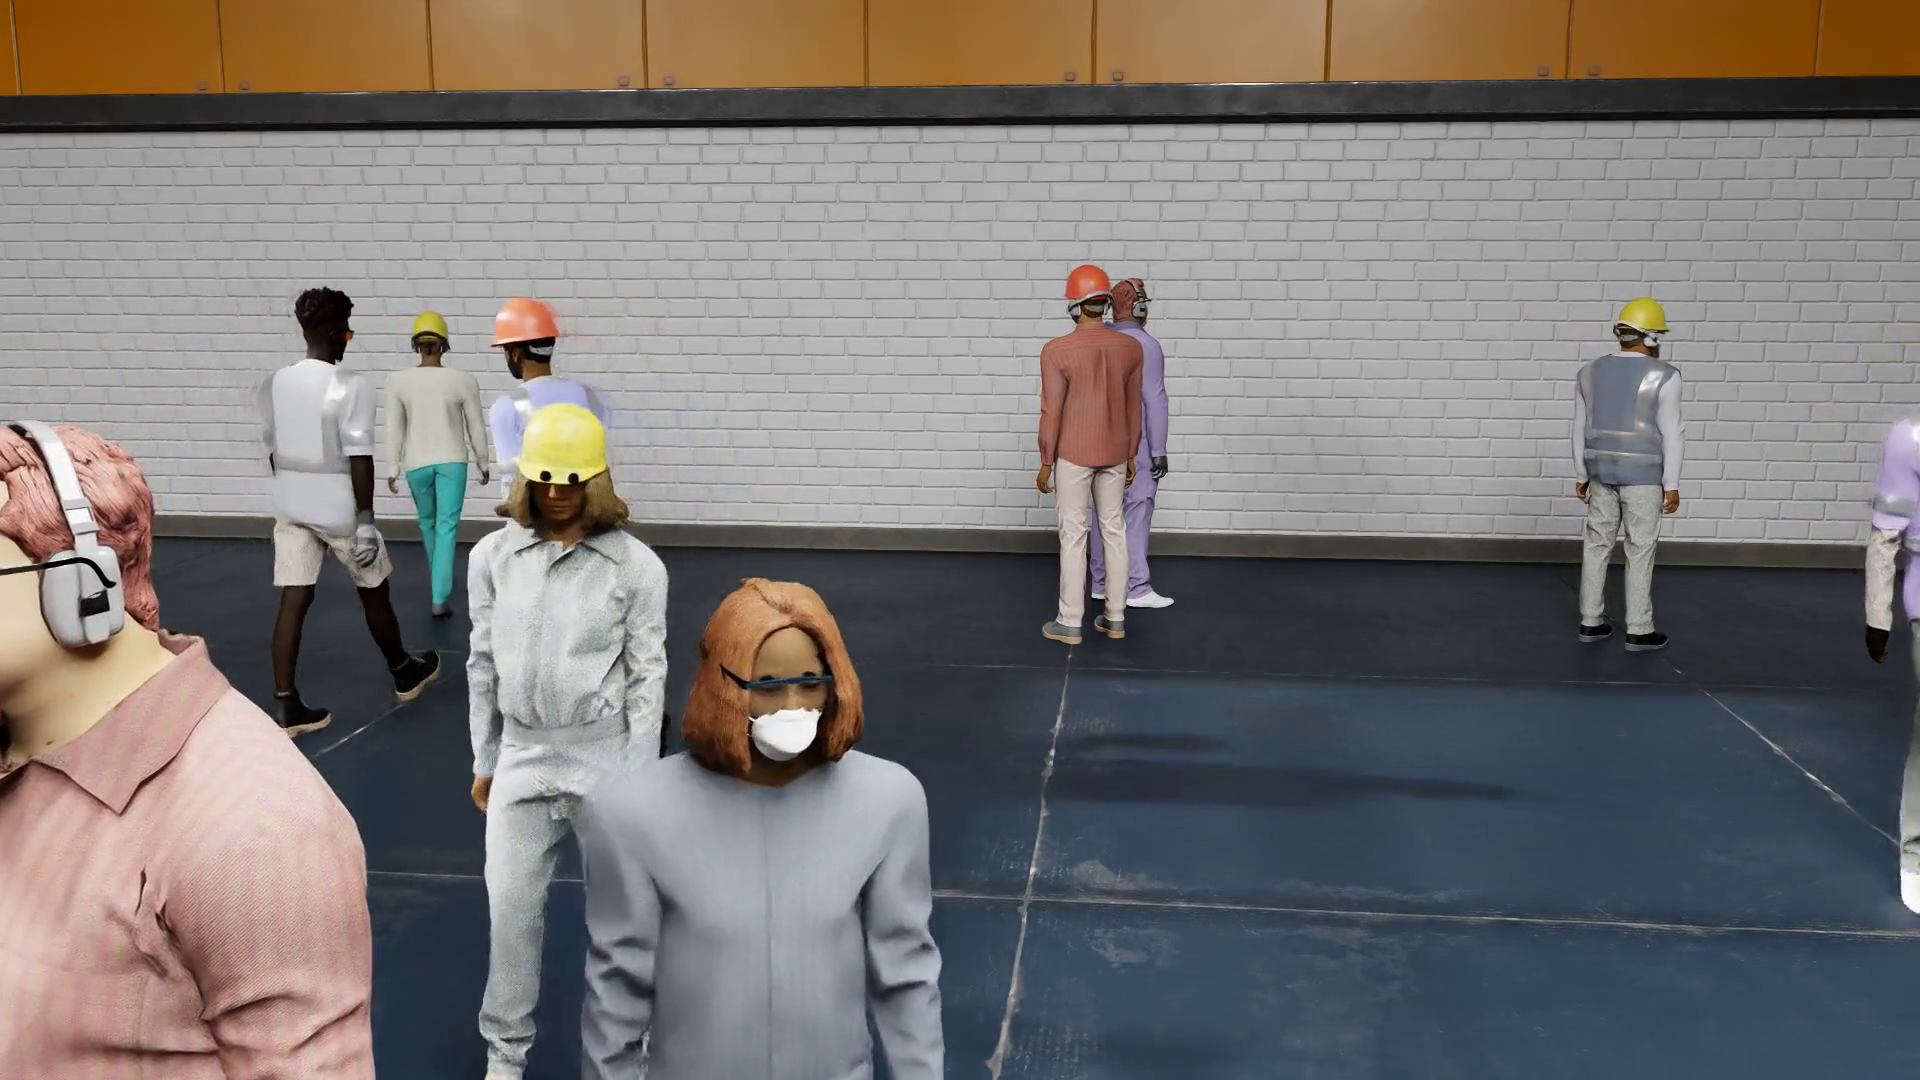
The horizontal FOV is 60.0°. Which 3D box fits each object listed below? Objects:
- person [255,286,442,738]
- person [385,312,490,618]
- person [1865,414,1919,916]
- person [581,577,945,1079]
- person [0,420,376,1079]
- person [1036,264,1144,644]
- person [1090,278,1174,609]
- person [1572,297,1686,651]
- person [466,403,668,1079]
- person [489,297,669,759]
[{"bbox_3d":[-2.735,-0.148,7.312,0.630,1.909,0.988,3,10,18],"label":"person"},{"bbox_3d":[-2.995,-0.444,9.567,0.544,1.713,0.902,-1,10,-5],"label":"person"},{"bbox_3d":[3.173,0.232,5.170,0.597,1.906,0.646,2,10,9],"label":"person"},{"bbox_3d":[-0.258,0.858,2.367,0.513,1.614,0.544,-4,11,-21],"label":"person"},{"bbox_3d":[-0.915,0.820,1.801,0.652,1.906,0.403,7,12,34],"label":"person"},{"bbox_3d":[0.681,-0.447,8.796,0.612,1.997,0.376,-5,11,-25],"label":"person"},{"bbox_3d":[0.986,-0.557,9.673,0.408,1.913,0.641,-8,13,-37],"label":"person"},{"bbox_3d":[3.493,-0.344,8.685,0.403,1.827,0.600,-8,12,-37],"label":"person"},{"bbox_3d":[-0.929,0.538,3.921,0.499,1.733,0.348,1,10,6],"label":"person"},{"bbox_3d":[-1.557,-0.007,6.591,0.907,1.901,0.561,8,13,38],"label":"person"}]
